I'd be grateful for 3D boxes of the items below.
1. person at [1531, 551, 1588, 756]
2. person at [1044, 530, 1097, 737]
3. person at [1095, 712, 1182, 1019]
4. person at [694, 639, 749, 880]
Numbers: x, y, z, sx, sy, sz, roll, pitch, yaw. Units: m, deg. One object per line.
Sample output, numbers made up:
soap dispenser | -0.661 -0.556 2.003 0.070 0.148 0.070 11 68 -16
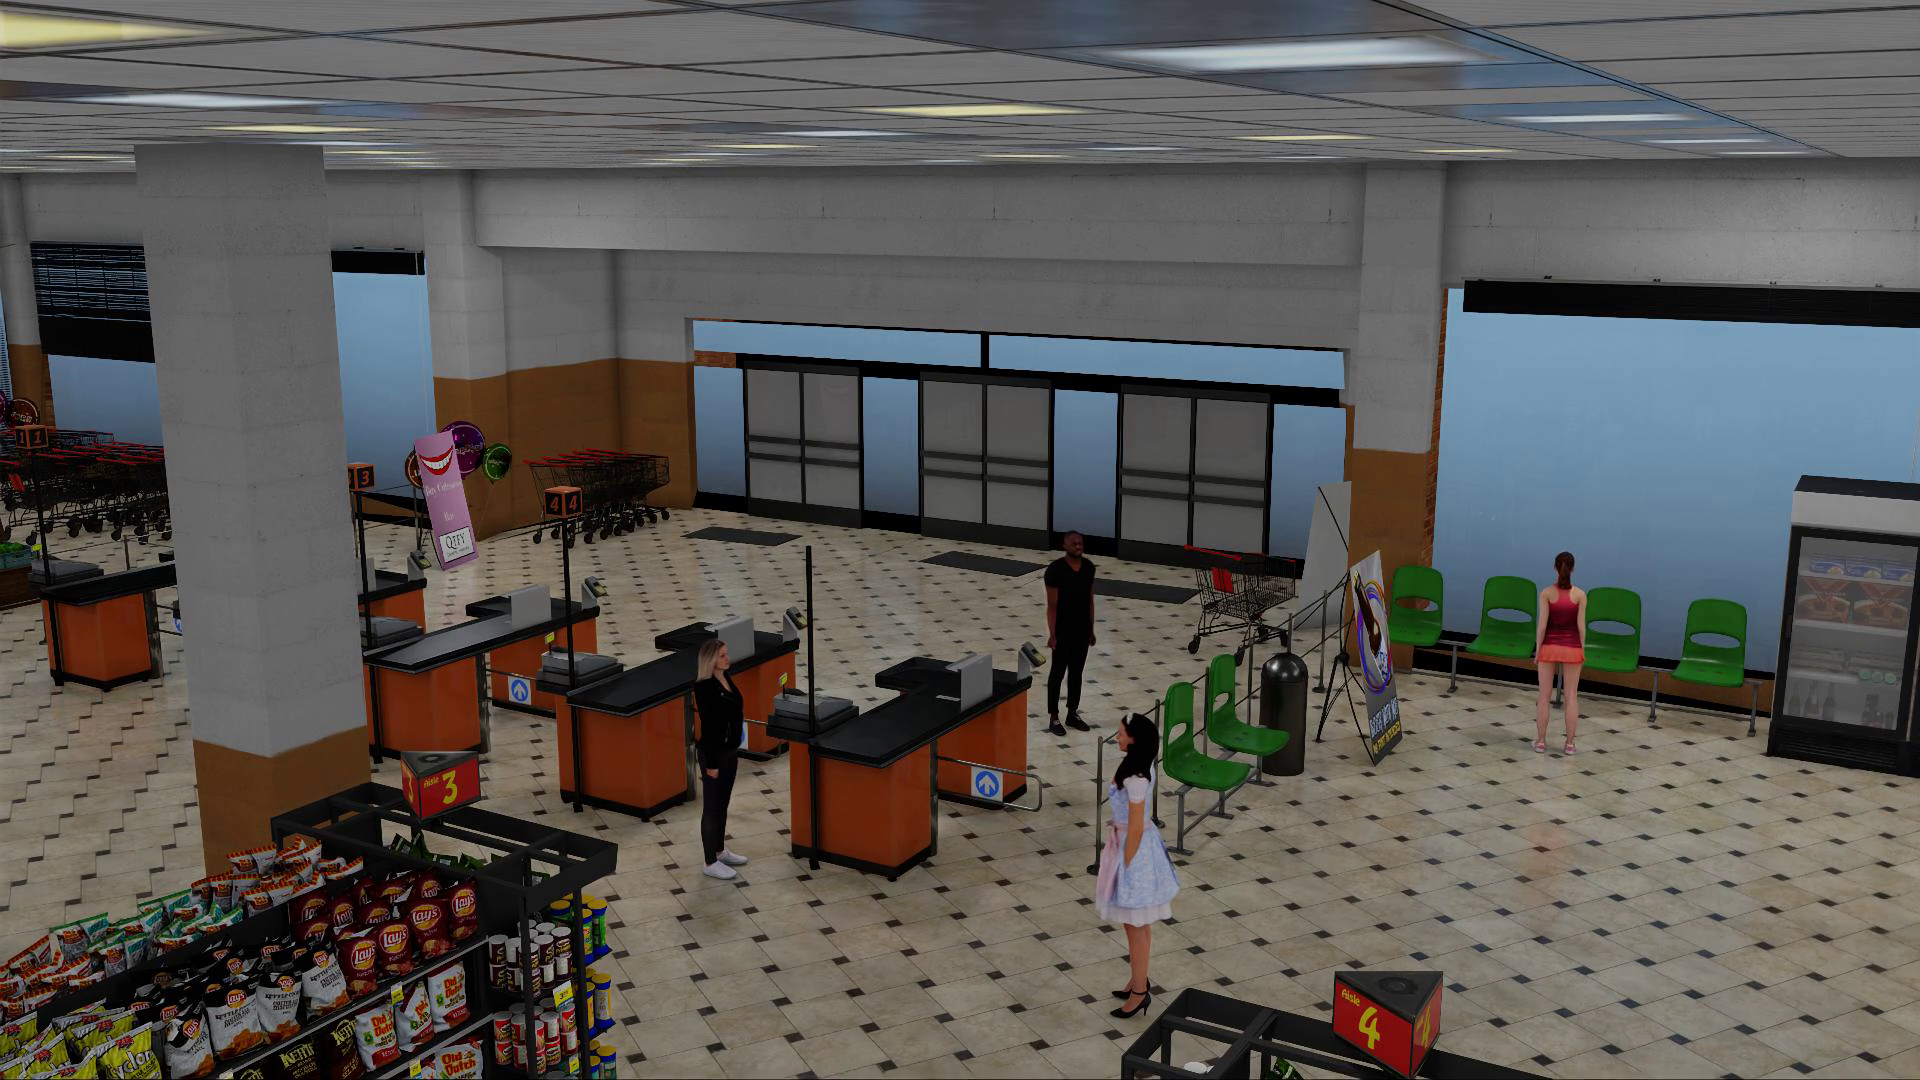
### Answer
person | 5.104 0.955 14.160 0.622 1.754 0.621 4 12 16
person | 0.972 0.801 14.731 0.691 1.819 0.810 -6 13 -28
person | 1.007 1.875 9.636 0.866 1.817 0.782 2 12 10
person | -1.708 1.515 11.661 0.731 1.686 0.577 2 12 12
